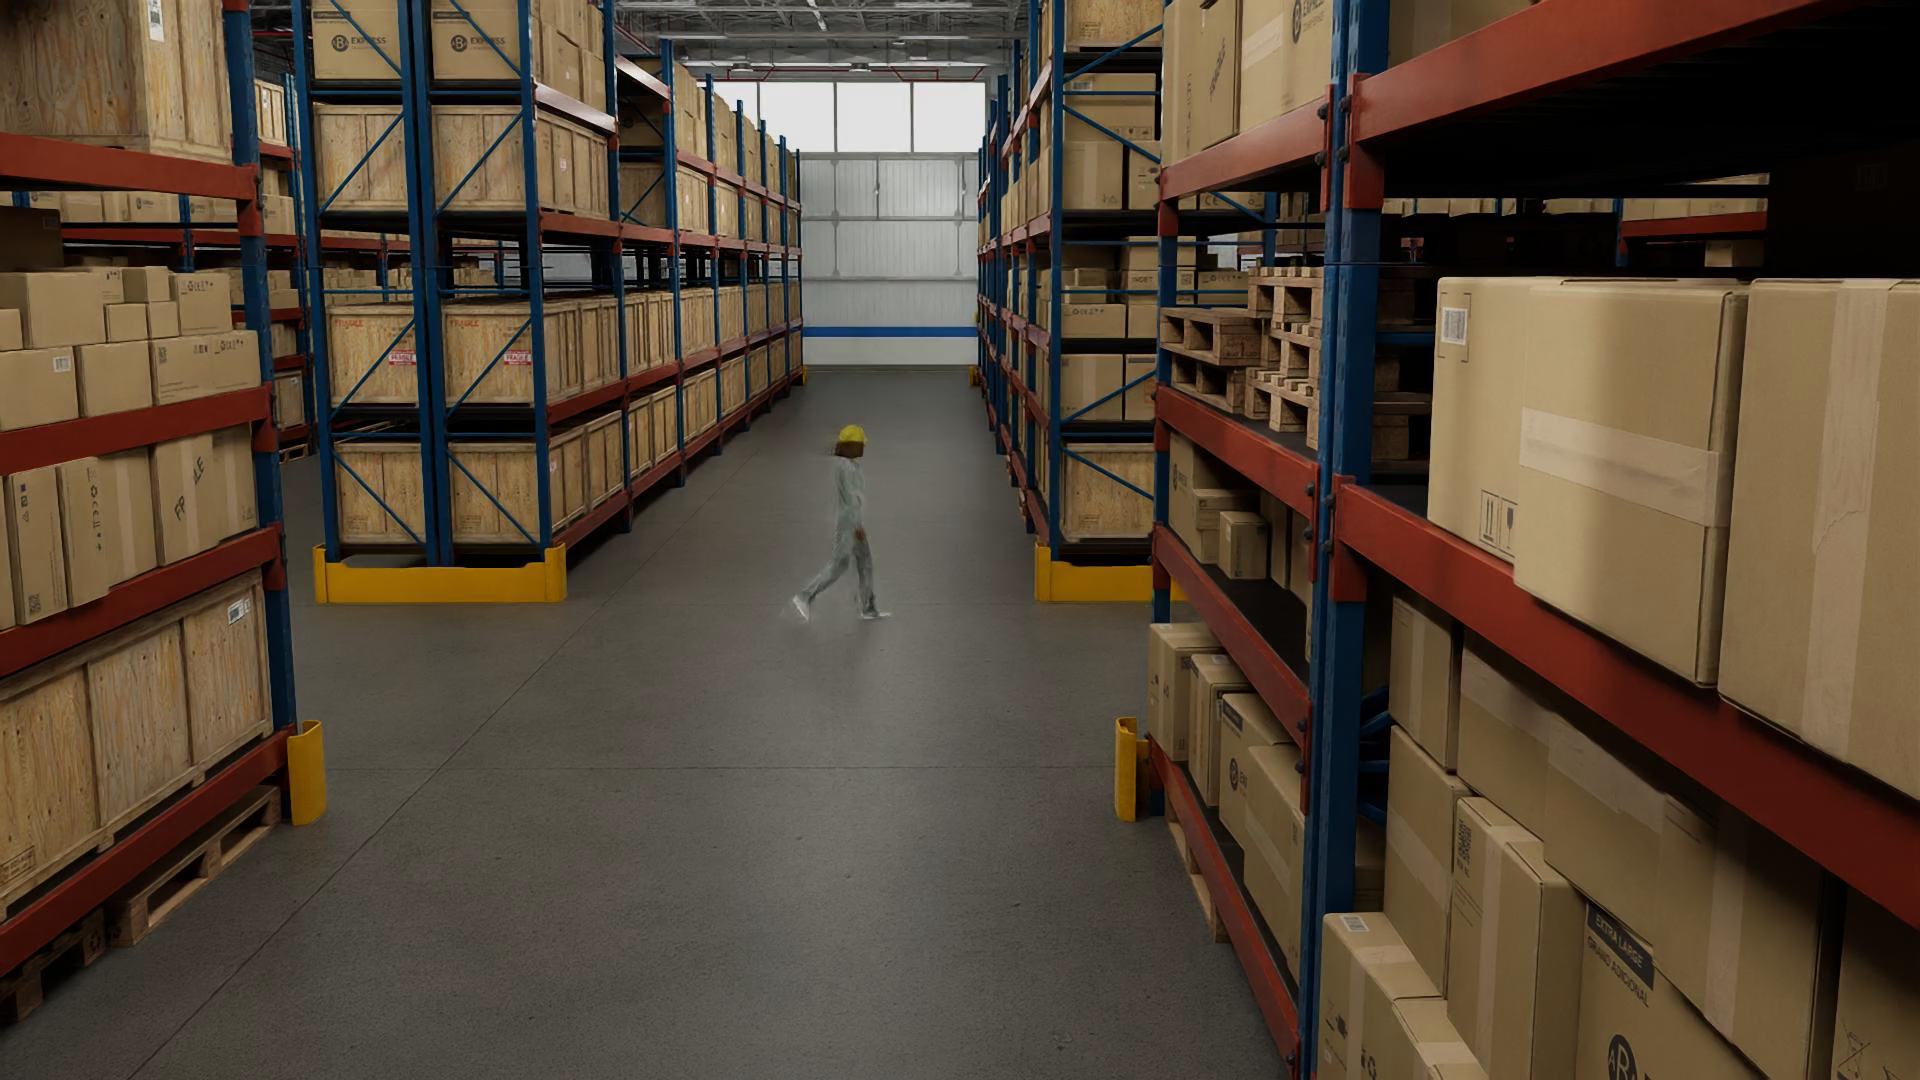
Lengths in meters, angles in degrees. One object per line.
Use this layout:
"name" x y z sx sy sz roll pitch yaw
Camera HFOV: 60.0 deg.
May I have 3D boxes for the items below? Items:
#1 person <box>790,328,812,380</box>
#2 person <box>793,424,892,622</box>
"person" -4.481 -5.115 44.257 1.024 1.880 0.649 -1 9 -4
"person" -1.020 -0.140 14.288 0.797 1.712 0.489 0 9 -2
